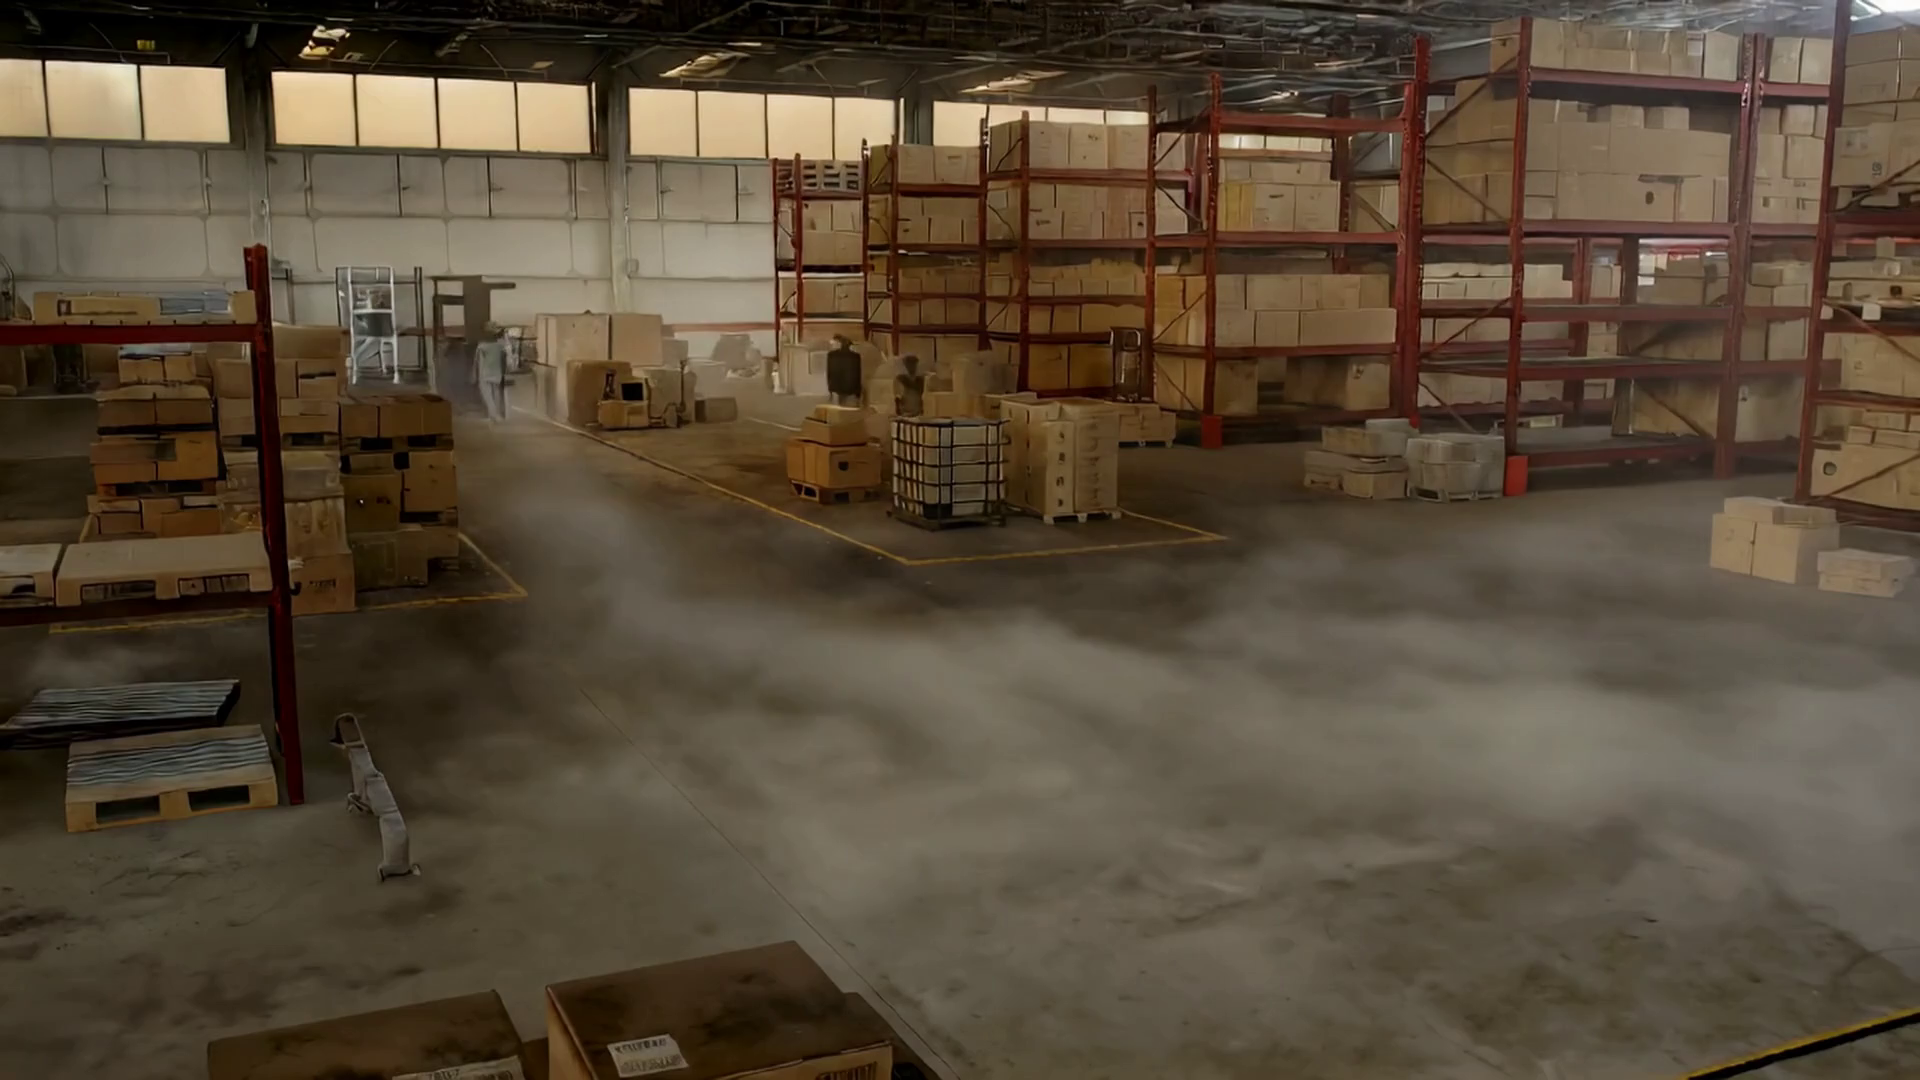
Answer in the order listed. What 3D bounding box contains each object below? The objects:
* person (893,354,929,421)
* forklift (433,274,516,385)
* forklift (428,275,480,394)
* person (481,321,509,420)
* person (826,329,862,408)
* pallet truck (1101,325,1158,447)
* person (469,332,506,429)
[{"bbox_3d":[-0.673,-1.900,24.557,0.552,1.677,0.565,-7,11,-36],"label":"person"},{"bbox_3d":[-12.304,-5.298,41.954,1.873,2.768,1.129,-4,10,-25],"label":"forklift"},{"bbox_3d":[-10.487,-4.137,34.753,1.129,2.768,1.873,-4,10,-25],"label":"forklift"},{"bbox_3d":[-9.080,-3.302,32.477,0.546,1.942,0.352,0,9,-3],"label":"person"},{"bbox_3d":[-1.911,-2.442,27.057,0.616,1.975,0.797,3,10,16],"label":"person"},{"bbox_3d":[2.881,-2.596,27.923,0.823,1.965,1.885,-1,9,-7],"label":"pallet truck"},{"bbox_3d":[-8.705,-2.950,30.766,0.950,1.803,0.632,9,13,43],"label":"person"}]
